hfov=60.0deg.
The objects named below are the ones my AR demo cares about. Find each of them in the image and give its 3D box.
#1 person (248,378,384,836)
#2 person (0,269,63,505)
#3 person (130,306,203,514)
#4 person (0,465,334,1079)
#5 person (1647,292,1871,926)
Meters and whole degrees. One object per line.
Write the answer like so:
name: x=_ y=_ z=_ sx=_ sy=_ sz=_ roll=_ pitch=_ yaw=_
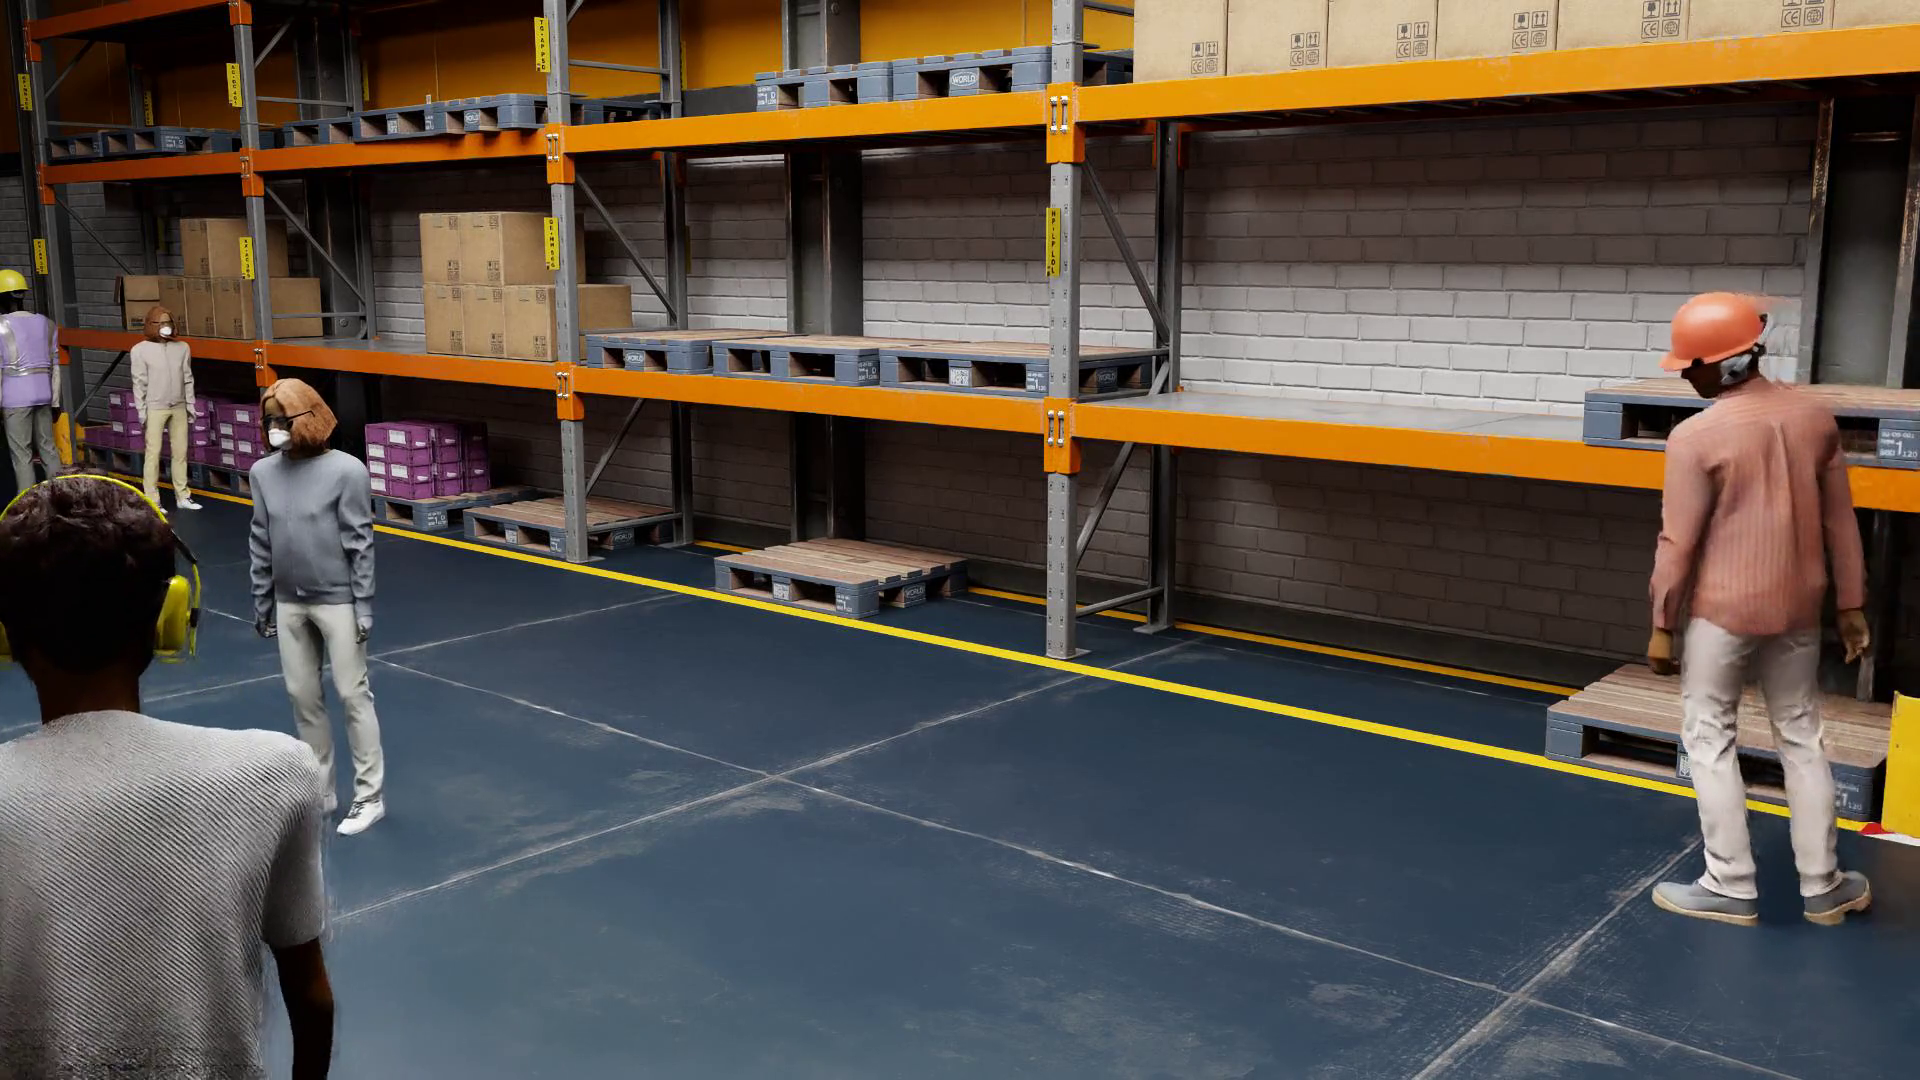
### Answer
person: x=-2.305 y=0.236 z=5.931 sx=0.508 sy=1.623 sz=0.294 roll=3 pitch=10 yaw=16
person: x=-6.990 y=-1.048 z=12.411 sx=0.402 sy=1.919 sz=0.588 roll=4 pitch=11 yaw=21
person: x=-6.228 y=-1.014 z=13.046 sx=0.284 sy=1.626 sz=0.495 roll=6 pitch=12 yaw=31
person: x=-1.028 y=0.820 z=2.049 sx=0.525 sy=1.813 sz=0.975 roll=-5 pitch=11 yaw=-27
person: x=2.488 y=0.221 z=5.109 sx=0.789 sy=1.942 sz=0.461 roll=-2 pitch=10 yaw=-13
